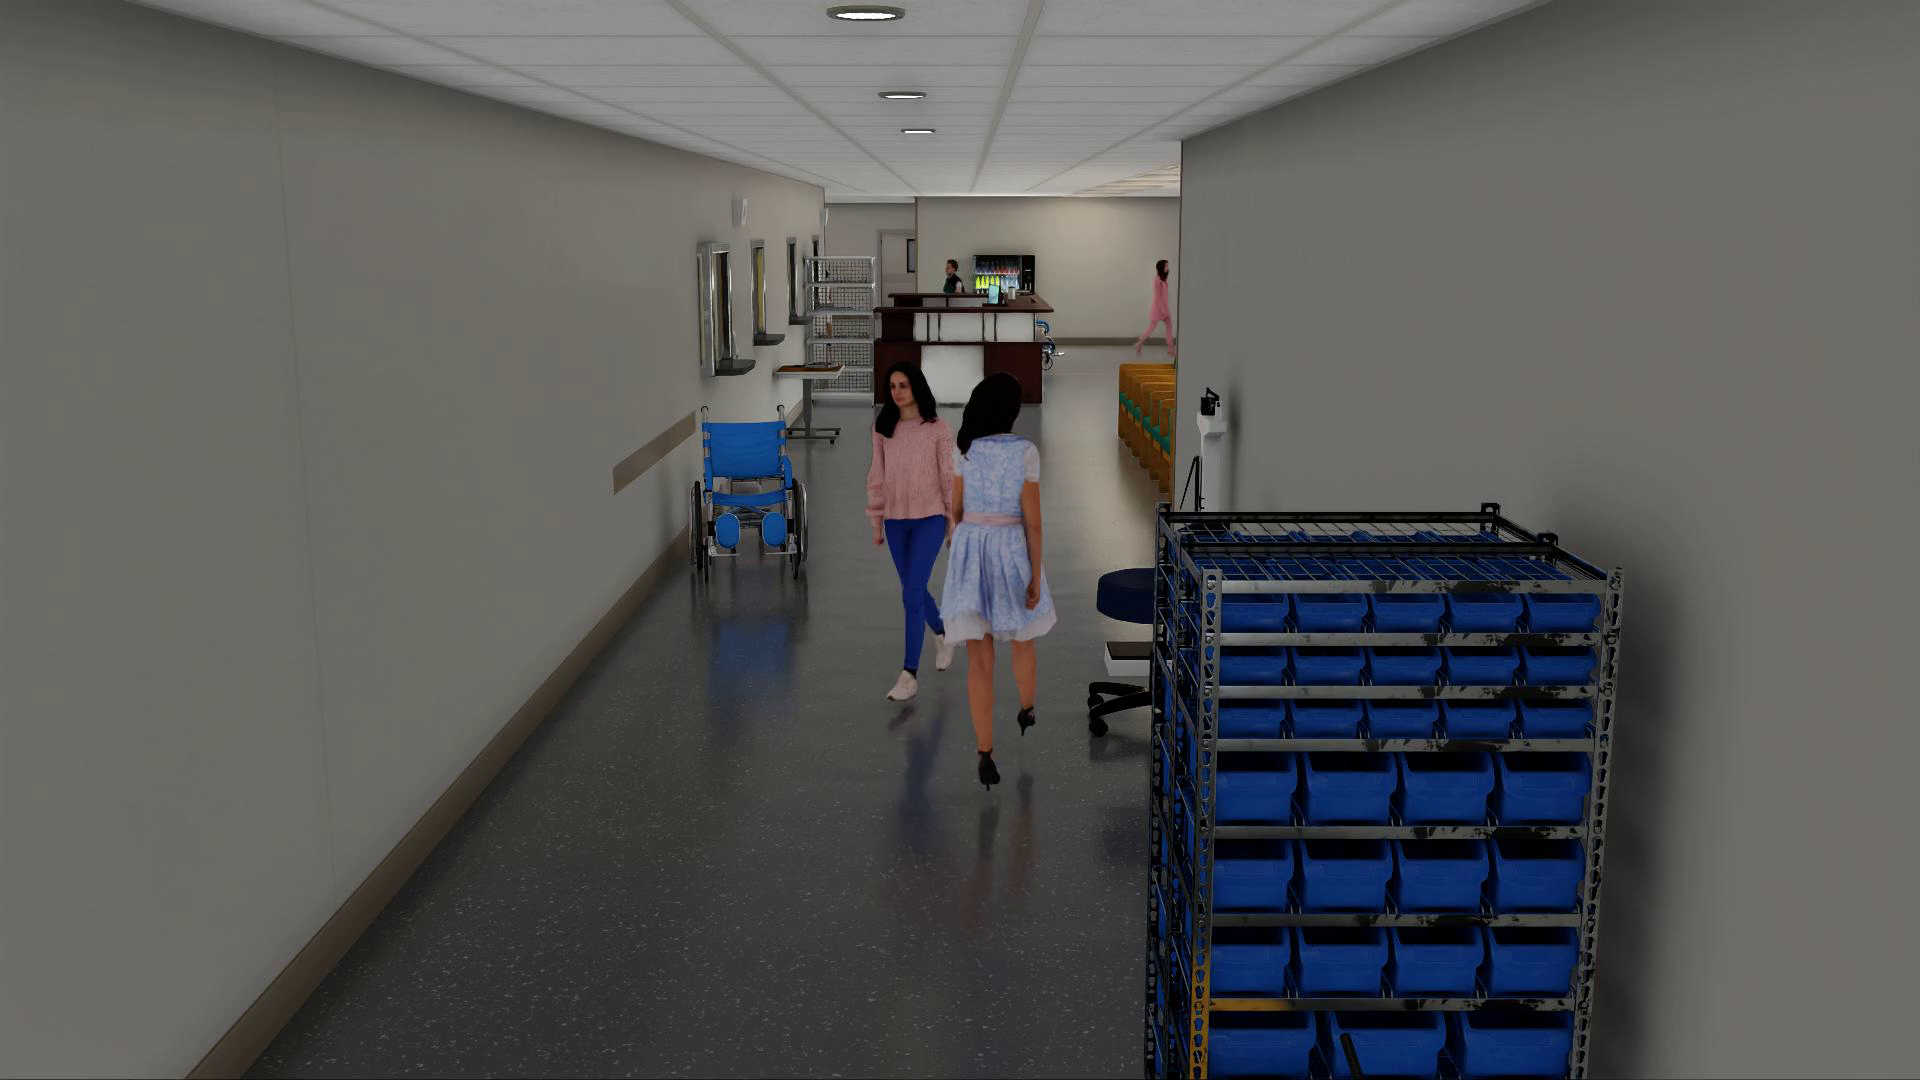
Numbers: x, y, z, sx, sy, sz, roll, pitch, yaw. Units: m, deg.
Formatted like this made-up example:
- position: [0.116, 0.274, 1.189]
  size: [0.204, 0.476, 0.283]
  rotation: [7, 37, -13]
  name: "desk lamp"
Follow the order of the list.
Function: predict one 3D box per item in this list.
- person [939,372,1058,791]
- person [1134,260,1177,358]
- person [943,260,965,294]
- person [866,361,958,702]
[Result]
- position: [0.119, 0.221, 7.194]
  size: [1.186, 1.750, 0.826]
  rotation: [2, 11, 9]
  name: "person"
- position: [3.565, -4.204, 30.485]
  size: [1.206, 1.760, 0.996]
  rotation: [6, 12, 30]
  name: "person"
- position: [-0.059, -3.944, 28.959]
  size: [1.197, 1.818, 0.956]
  rotation: [-5, 12, -26]
  name: "person"
- position: [-0.195, -0.058, 8.723]
  size: [1.164, 1.727, 1.028]
  rotation: [5, 12, 24]
  name: "person"
